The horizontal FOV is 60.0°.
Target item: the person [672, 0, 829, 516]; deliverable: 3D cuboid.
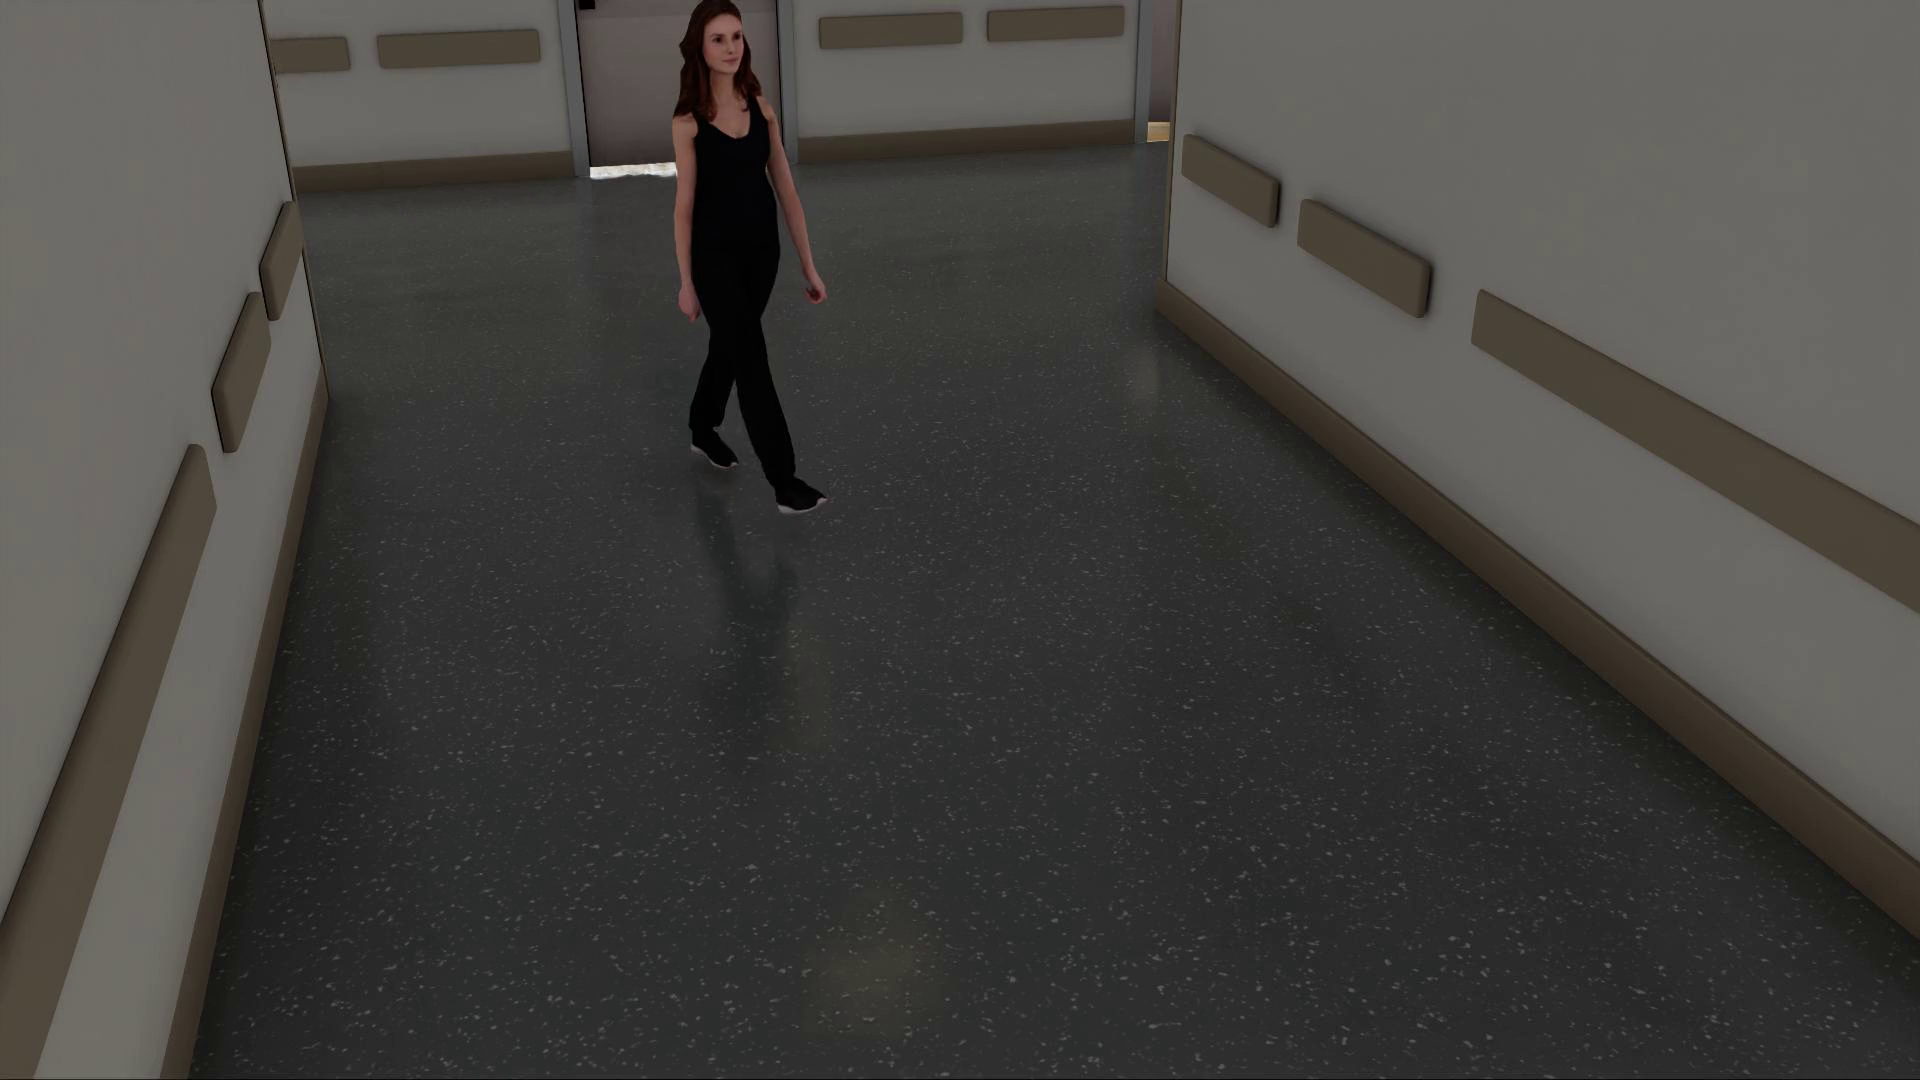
[{"bbox_3d":[-0.825,-0.962,5.763,1.140,1.692,1.010,-23,34,-39],"label":"person"}]
